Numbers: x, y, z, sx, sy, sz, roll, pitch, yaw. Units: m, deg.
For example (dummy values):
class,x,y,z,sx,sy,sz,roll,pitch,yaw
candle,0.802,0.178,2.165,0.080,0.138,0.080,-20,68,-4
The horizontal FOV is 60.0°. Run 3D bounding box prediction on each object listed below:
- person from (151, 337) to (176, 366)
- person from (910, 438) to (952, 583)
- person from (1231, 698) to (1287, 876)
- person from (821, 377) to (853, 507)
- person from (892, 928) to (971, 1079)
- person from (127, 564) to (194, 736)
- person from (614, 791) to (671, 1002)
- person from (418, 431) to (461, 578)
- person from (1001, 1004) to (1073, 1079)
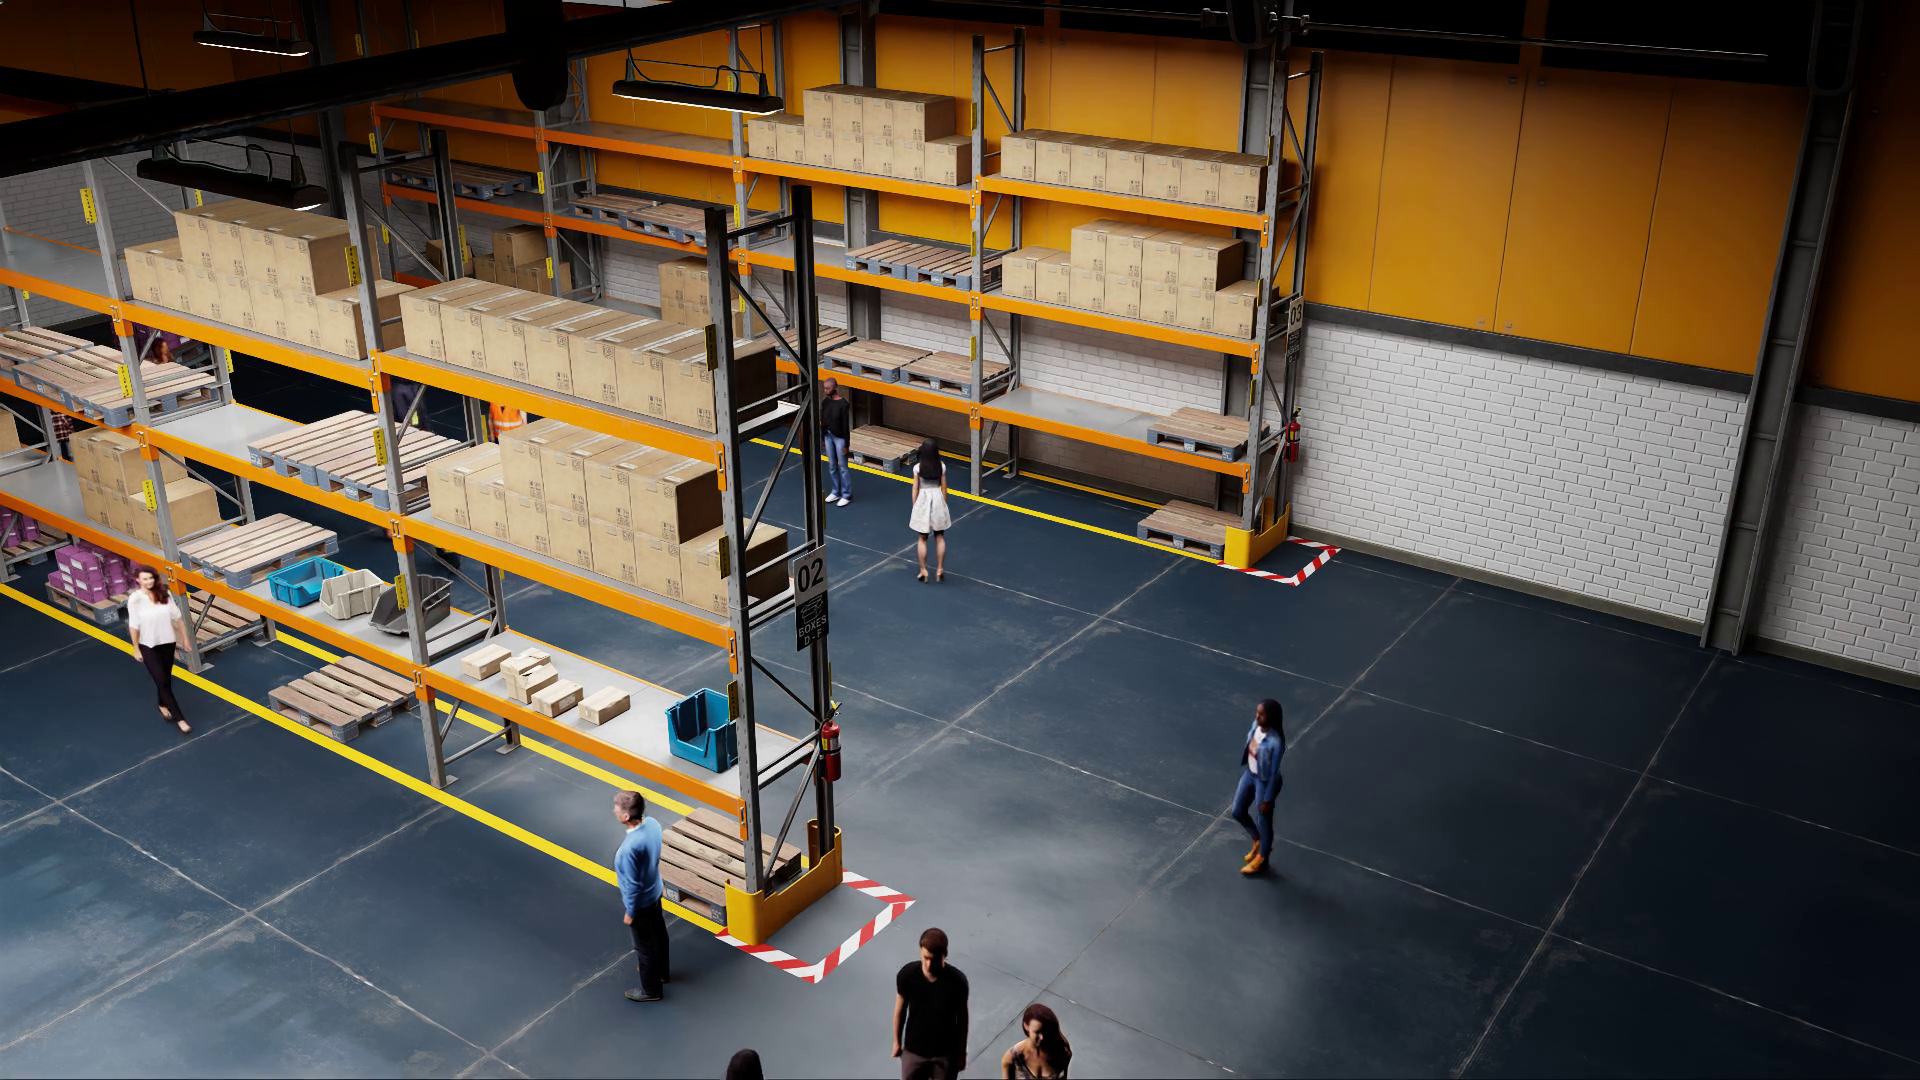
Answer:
class,x,y,z,sx,sy,sz,roll,pitch,yaw
person,-11.263,-2.037,23.566,1.025,1.759,0.881,1,24,3
person,-0.348,-0.353,19.699,0.777,1.771,0.835,-4,24,-10
person,2.650,2.091,14.191,0.818,1.704,0.735,-9,25,-19
person,-1.622,-1.323,21.953,0.486,1.744,0.661,14,27,29
person,-0.164,3.334,11.161,0.957,1.854,0.958,4,24,9
person,-8.005,1.045,16.511,1.014,1.762,0.654,18,29,35
person,-2.413,2.690,12.689,0.706,1.810,0.733,5,24,11
person,-6.252,-0.486,19.933,1.127,1.828,1.242,-9,25,-20
person,0.465,3.667,10.506,0.686,1.767,0.724,-7,24,-15
